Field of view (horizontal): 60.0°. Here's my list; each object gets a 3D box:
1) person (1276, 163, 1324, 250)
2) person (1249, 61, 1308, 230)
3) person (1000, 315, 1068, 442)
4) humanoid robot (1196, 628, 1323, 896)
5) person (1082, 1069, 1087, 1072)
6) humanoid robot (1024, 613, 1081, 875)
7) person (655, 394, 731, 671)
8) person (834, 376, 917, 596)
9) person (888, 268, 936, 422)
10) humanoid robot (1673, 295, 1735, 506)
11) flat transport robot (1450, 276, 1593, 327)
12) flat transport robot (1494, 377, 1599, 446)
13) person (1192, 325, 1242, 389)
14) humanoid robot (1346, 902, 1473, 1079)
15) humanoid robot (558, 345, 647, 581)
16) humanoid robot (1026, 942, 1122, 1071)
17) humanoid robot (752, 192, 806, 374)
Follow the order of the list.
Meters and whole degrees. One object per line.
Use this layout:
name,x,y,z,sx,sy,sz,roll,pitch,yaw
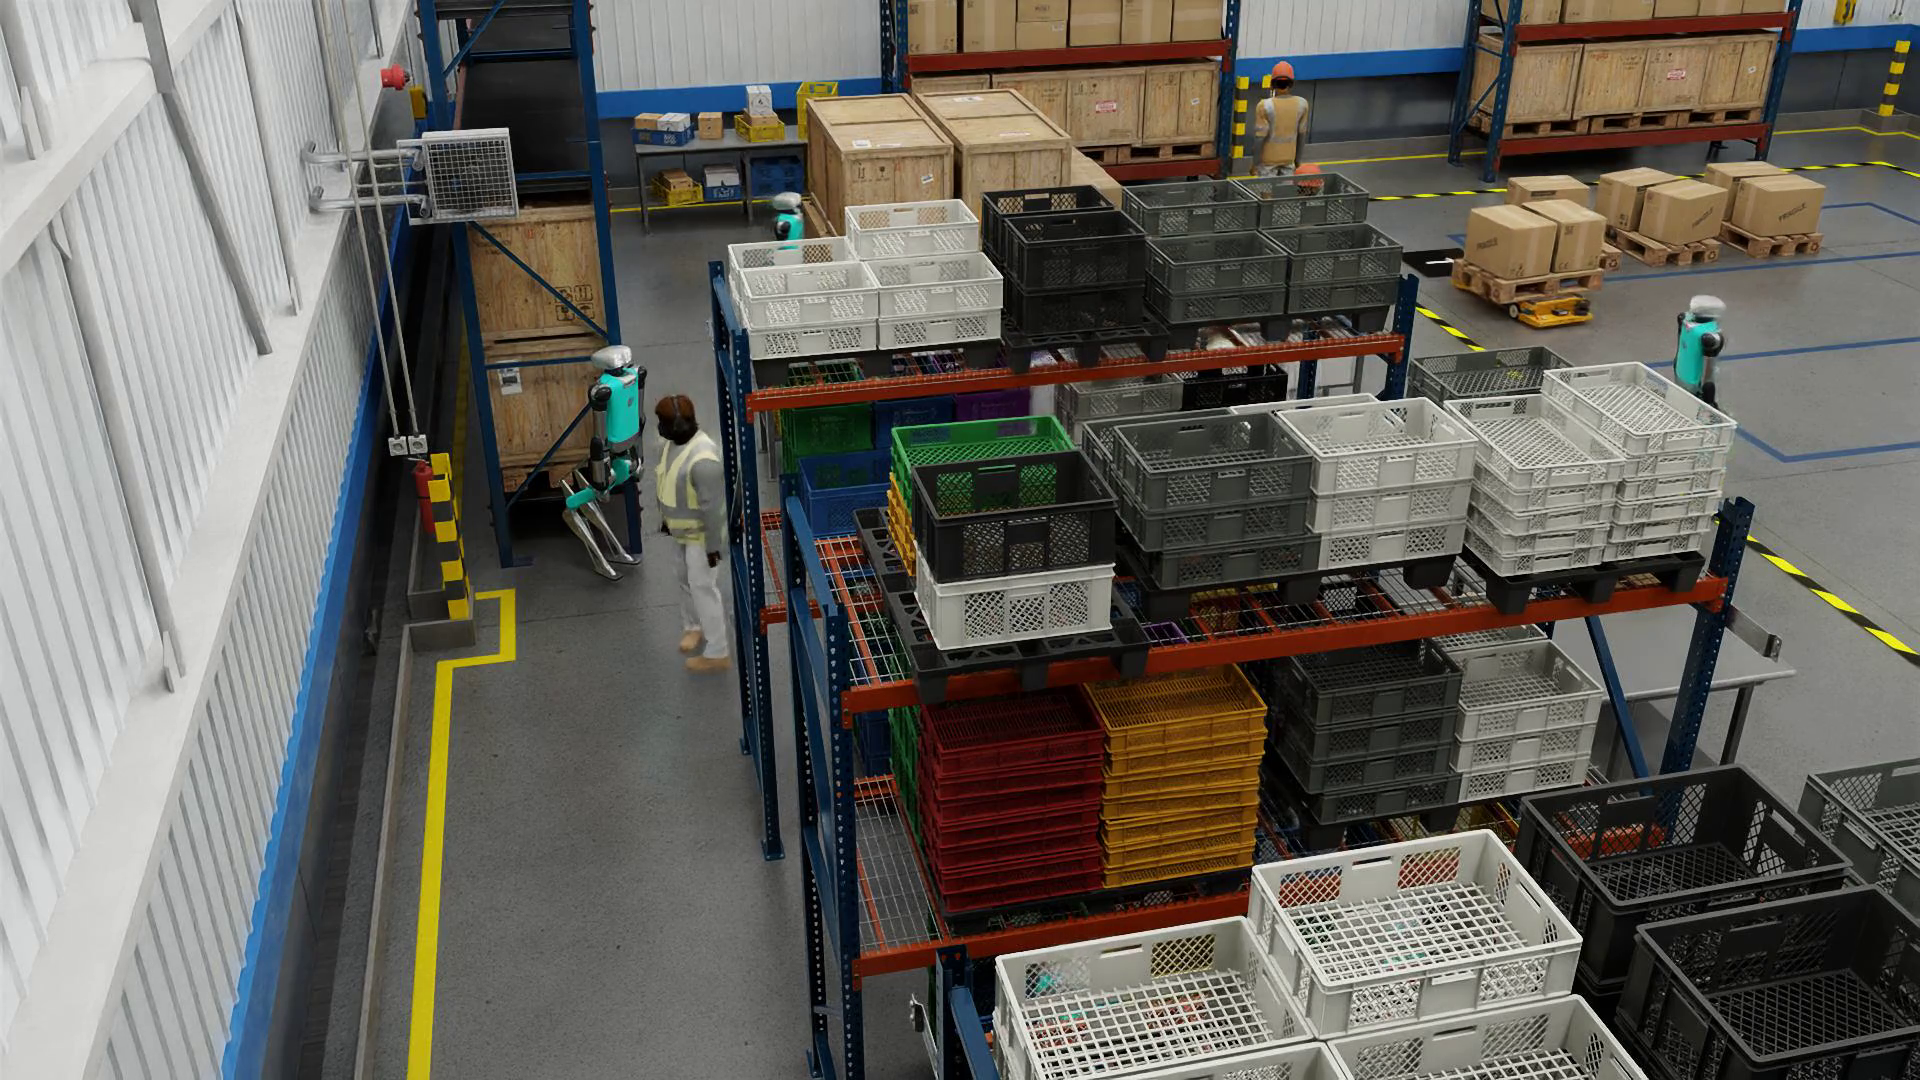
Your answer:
person,3.000,-2.392,14.797,0.369,1.934,0.550,-8,29,-15
person,3.413,-4.130,17.989,0.613,2.035,0.392,-8,29,-16
person,0.569,-0.687,11.503,0.864,1.997,0.365,-22,35,-35
humanoid robot,1.563,1.120,8.464,0.798,1.620,0.615,-2,28,-3
person,0.371,2.493,5.600,0.529,1.869,0.312,-8,29,-15
humanoid robot,0.483,1.069,8.512,0.328,1.651,0.584,-8,29,-14
person,-1.669,-0.065,10.502,0.438,1.824,0.662,-14,31,-25
person,-0.499,-0.226,10.913,0.729,1.724,0.500,5,28,10
person,-0.380,-1.321,12.791,0.389,1.913,0.602,8,29,15
humanoid robot,5.570,-0.936,12.277,0.755,1.804,0.540,-2,28,-3
flat transport robot,5.641,-2.492,16.744,0.652,0.197,1.431,-10,29,-18
flat transport robot,4.780,-1.036,14.013,0.659,0.231,1.431,-6,28,-12
person,1.876,-0.887,12.068,0.775,1.817,0.577,13,30,23
humanoid robot,1.921,2.098,6.553,1.061,1.729,0.538,-5,28,-9
humanoid robot,-2.493,-0.561,11.392,0.735,1.677,0.533,13,30,23
humanoid robot,0.629,2.201,6.320,0.755,1.813,0.546,-12,30,-21
humanoid robot,-1.680,-2.177,14.626,0.867,1.787,0.541,6,28,12
